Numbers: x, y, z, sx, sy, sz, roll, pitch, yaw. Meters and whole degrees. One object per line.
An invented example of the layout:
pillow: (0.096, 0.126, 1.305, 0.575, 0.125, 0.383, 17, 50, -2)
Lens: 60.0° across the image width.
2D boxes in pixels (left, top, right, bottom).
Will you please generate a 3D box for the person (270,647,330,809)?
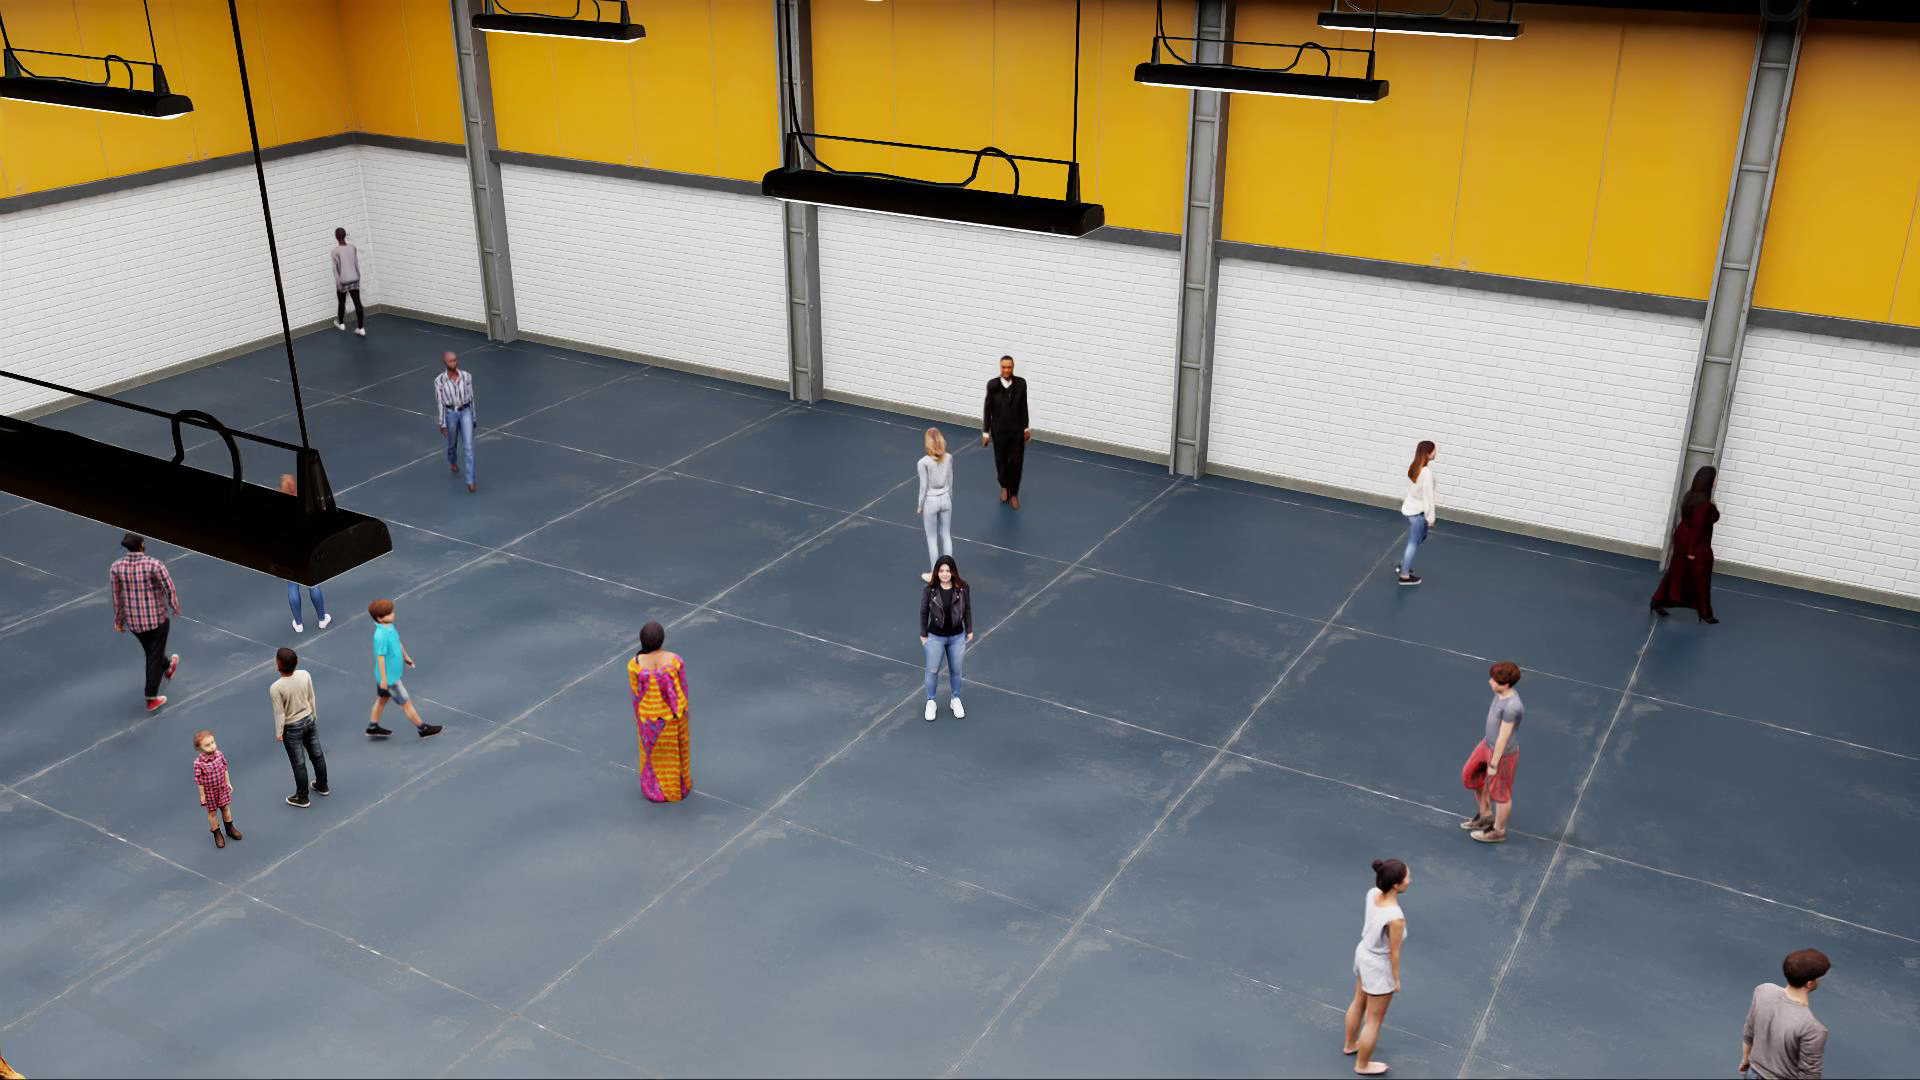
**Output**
person: (-5.633, 1.576, 14.159, 0.503, 1.465, 0.542, 14, 27, 29)

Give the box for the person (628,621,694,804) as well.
person: (-2.564, 1.429, 14.219, 0.774, 1.686, 0.842, -4, 24, -9)

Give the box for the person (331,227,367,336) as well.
person: (-9.866, -4.174, 26.961, 0.801, 1.748, 1.045, -21, 32, -40)

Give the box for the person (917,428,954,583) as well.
person: (-0.259, -0.378, 18.219, 0.658, 1.794, 0.646, -15, 28, -30)

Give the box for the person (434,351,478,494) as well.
person: (-6.325, -1.512, 20.851, 1.009, 1.764, 1.199, -12, 26, -26)

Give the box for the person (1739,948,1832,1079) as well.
person: (4.803, 3.232, 9.820, 0.831, 1.905, 0.761, -7, 25, -15)

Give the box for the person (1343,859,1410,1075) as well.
person: (2.777, 2.828, 11.100, 0.699, 1.621, 0.644, -5, 24, -12)

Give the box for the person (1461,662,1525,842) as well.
person: (4.483, 1.737, 13.571, 0.763, 1.641, 0.730, 2, 24, 4)

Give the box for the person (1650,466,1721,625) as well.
person: (7.527, 0.060, 17.294, 1.032, 1.731, 0.885, 3, 24, 7)

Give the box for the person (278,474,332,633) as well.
person: (-6.836, 0.124, 17.164, 0.696, 1.718, 0.734, -9, 25, -19)

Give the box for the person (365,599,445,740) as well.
person: (-5.247, 1.197, 15.093, 1.010, 1.411, 0.902, -4, 24, -8)

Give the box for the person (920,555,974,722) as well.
person: (-0.133, 0.896, 15.503, 0.709, 1.634, 0.796, -3, 24, -8)

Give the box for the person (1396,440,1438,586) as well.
person: (4.914, -0.289, 18.154, 0.772, 1.681, 0.740, -3, 24, -7)

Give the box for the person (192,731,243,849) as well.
person: (-6.137, 2.021, 13.691, 0.483, 1.023, 0.460, 20, 30, 37)

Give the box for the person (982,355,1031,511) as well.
person: (0.579, -1.373, 20.384, 0.992, 1.882, 1.022, 1, 24, 3)

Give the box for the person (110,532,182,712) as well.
person: (-7.681, 0.779, 15.648, 1.163, 1.732, 1.065, 1, 24, 2)
